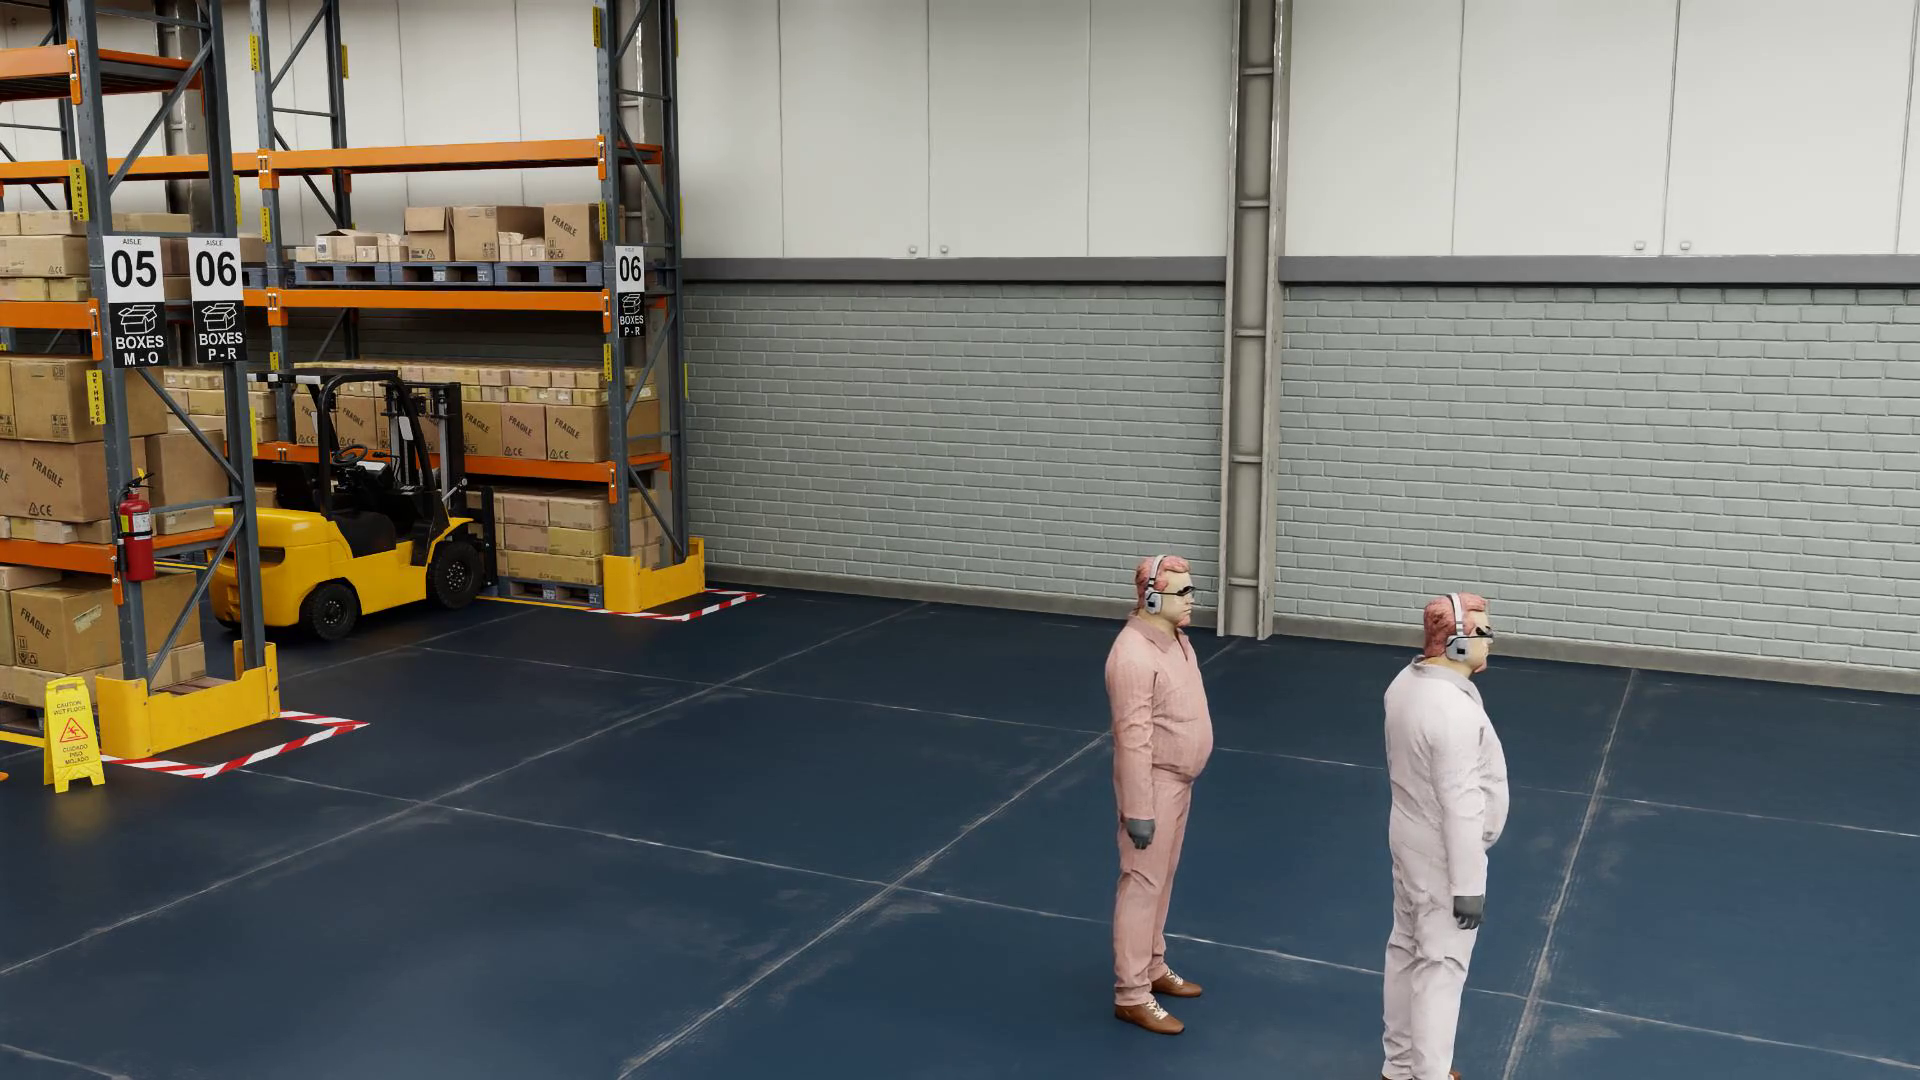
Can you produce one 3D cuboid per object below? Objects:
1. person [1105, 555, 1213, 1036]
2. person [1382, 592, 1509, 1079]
[{"bbox_3d":[0.810,0.999,6.707,0.409,1.906,0.651,3,10,20],"label":"person"},{"bbox_3d":[1.732,1.127,5.920,0.407,1.910,0.639,-1,9,-3],"label":"person"}]
